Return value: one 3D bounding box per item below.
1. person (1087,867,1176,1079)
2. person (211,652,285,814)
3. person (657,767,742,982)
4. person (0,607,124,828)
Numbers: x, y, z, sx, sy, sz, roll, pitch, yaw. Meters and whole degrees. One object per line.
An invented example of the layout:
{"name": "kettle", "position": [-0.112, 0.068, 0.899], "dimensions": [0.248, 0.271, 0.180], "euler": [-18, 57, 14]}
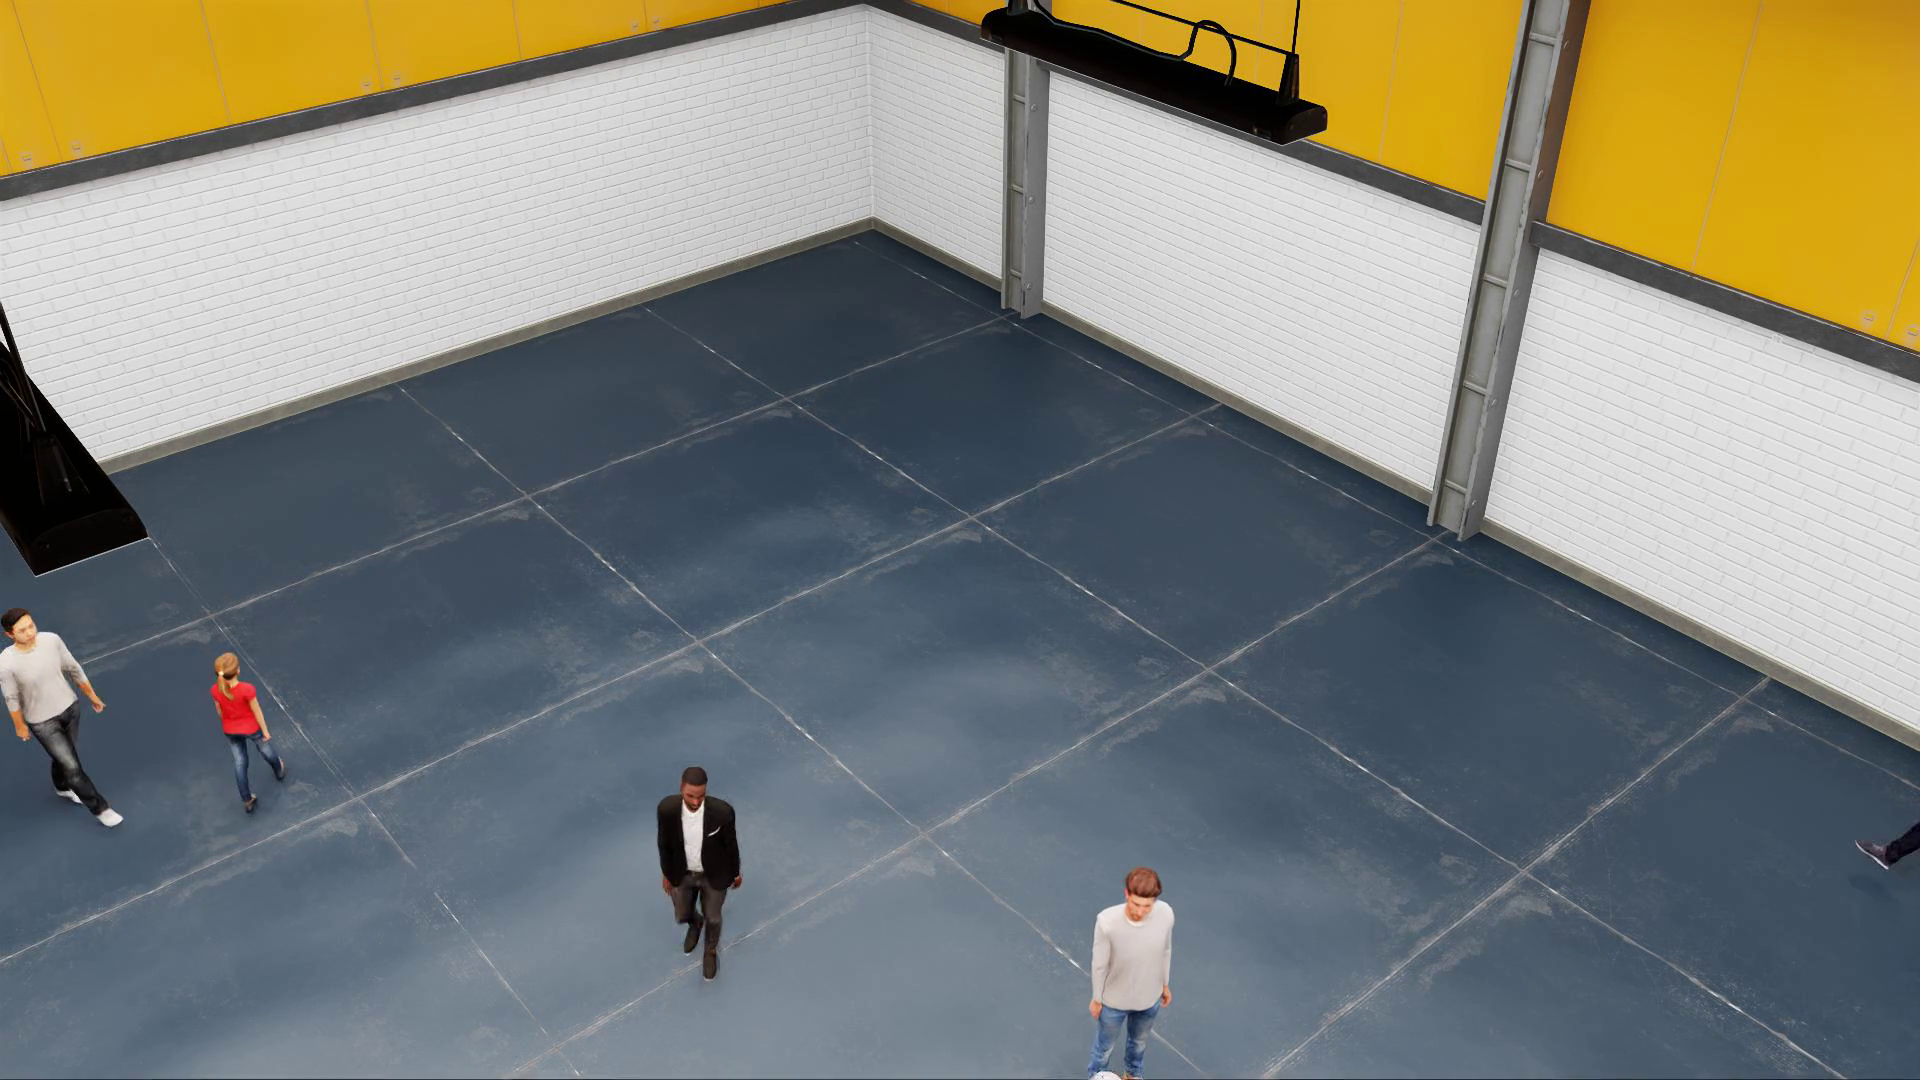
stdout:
{"name": "person", "position": [0.972, 2.586, 9.592], "dimensions": [0.737, 1.903, 0.722], "euler": [-10, 35, -15]}
{"name": "person", "position": [-5.173, 1.393, 11.945], "dimensions": [0.745, 1.285, 0.861], "euler": [-3, 34, -4]}
{"name": "person", "position": [-1.637, 2.053, 10.510], "dimensions": [0.859, 1.774, 0.919], "euler": [6, 34, 10]}
{"name": "person", "position": [-6.504, 1.191, 11.795], "dimensions": [1.136, 1.786, 0.930], "euler": [15, 36, 21]}
